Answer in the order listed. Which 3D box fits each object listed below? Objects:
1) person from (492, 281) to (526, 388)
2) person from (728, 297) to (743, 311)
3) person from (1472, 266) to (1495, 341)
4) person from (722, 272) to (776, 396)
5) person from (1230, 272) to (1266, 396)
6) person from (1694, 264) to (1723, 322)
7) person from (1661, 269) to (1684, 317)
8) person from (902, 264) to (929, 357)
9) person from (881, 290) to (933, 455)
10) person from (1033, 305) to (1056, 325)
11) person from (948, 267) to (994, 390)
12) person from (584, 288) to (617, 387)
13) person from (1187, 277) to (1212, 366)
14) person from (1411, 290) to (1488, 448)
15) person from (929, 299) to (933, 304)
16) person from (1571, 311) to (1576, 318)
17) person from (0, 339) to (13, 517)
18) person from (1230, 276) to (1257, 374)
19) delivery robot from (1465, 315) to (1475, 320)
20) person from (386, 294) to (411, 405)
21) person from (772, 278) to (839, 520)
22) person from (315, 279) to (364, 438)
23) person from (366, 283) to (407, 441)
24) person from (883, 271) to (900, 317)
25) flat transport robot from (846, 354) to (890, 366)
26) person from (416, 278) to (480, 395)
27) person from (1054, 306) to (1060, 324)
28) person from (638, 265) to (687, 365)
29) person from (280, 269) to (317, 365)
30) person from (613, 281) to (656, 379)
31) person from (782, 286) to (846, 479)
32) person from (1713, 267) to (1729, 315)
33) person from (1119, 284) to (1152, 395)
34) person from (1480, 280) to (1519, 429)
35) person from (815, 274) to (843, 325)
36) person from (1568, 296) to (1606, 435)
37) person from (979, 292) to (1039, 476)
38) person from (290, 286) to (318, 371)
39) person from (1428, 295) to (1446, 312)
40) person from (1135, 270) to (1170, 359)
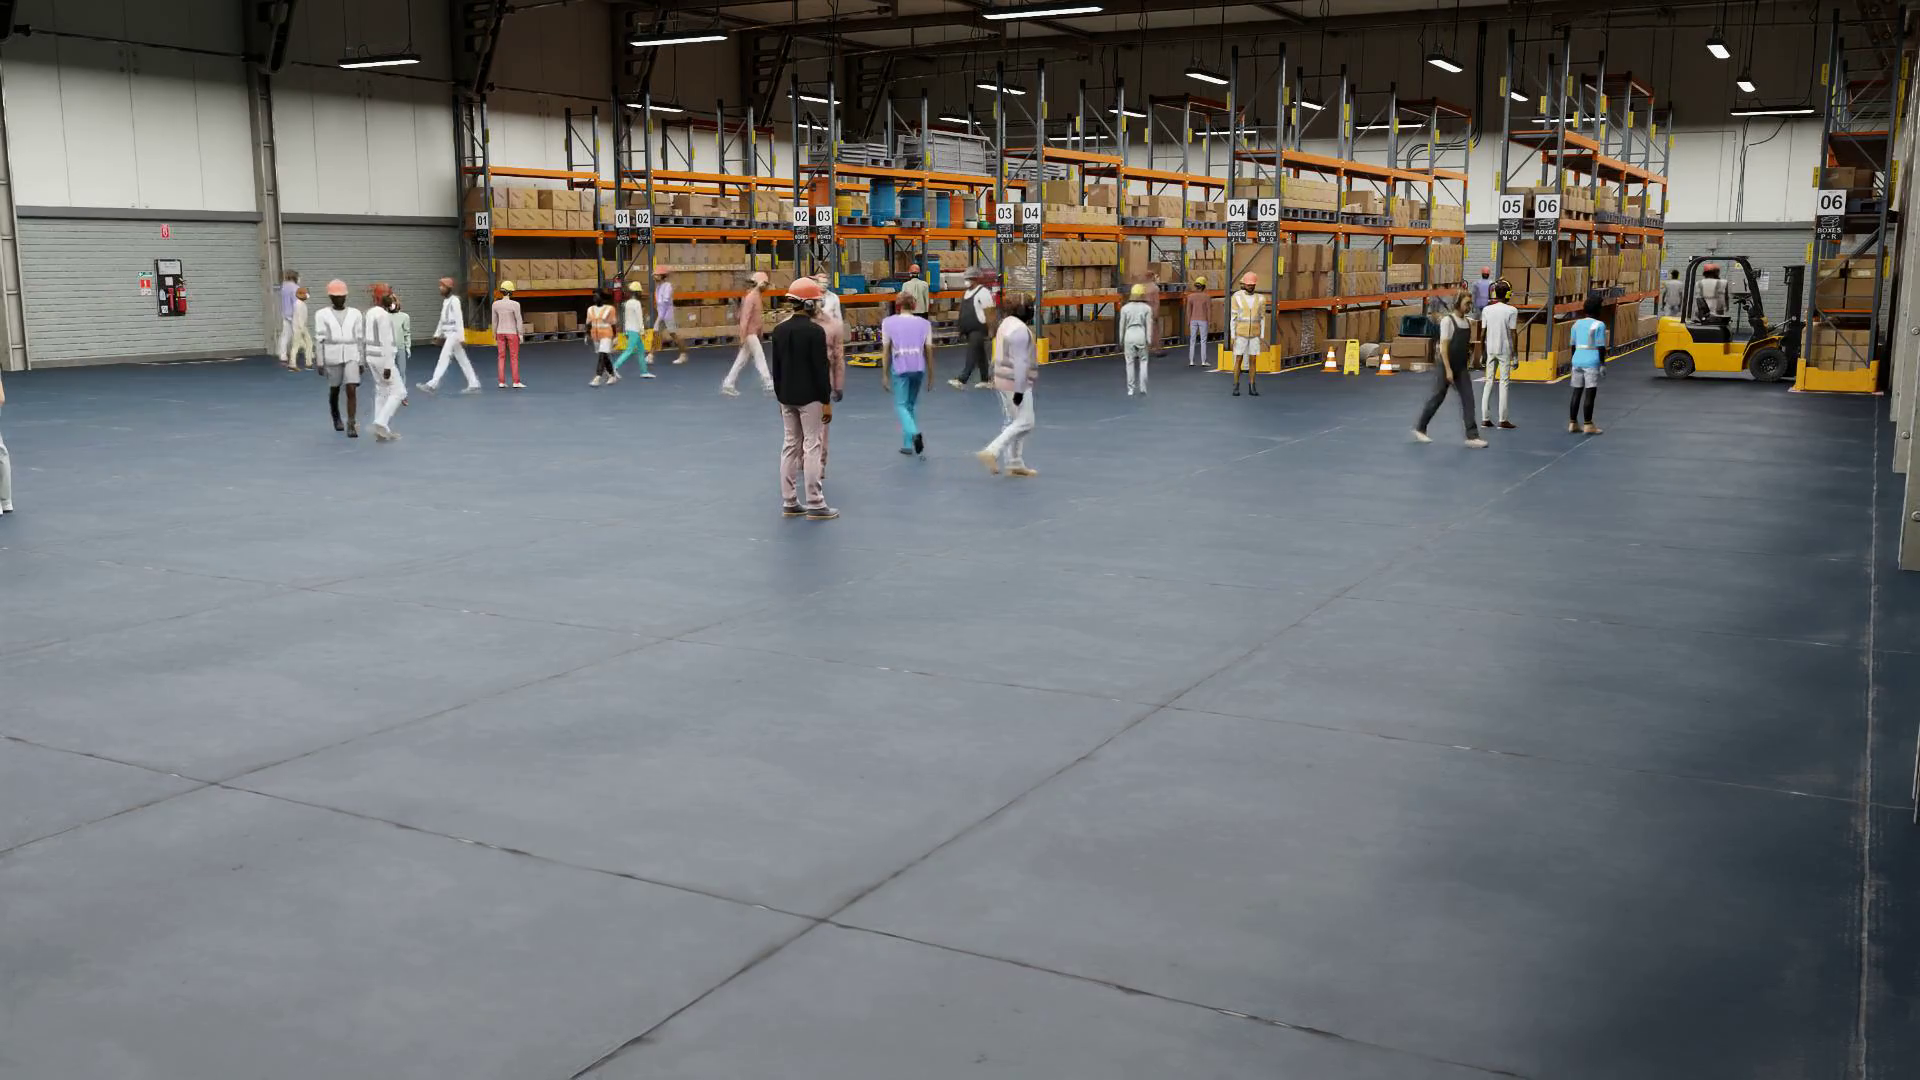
[{"bbox_3d":[-7.457,-3.388,27.477,0.533,1.767,0.327,2,10,14],"label":"person"},{"bbox_3d":[-6.189,-6.480,45.083,0.937,1.936,0.606,-9,13,-43],"label":"person"},{"bbox_3d":[13.095,-5.876,41.591,0.561,1.918,0.464,2,10,13],"label":"person"},{"bbox_3d":[-3.217,-3.194,25.839,1.060,1.927,0.645,0,10,-1],"label":"person"},{"bbox_3d":[4.497,-3.211,25.946,0.552,1.932,0.377,0,10,-2],"label":"person"},{"bbox_3d":[17.368,-5.409,38.623,0.610,2.012,0.952,3,10,18],"label":"person"},{"bbox_3d":[18.619,-6.155,43.475,0.535,1.845,0.777,4,11,24],"label":"person"},{"bbox_3d":[-0.958,-4.906,35.695,0.611,1.996,0.379,-3,10,-17],"label":"person"},{"bbox_3d":[-0.542,-1.794,18.025,0.596,1.809,0.712,-4,11,-23],"label":"person"},{"bbox_3d":[1.880,-5.206,37.660,0.623,1.932,0.371,0,10,0],"label":"person"},{"bbox_3d":[0.144,-3.458,27.085,0.975,2.000,0.713,-5,11,-27],"label":"person"},{"bbox_3d":[-6.013,-3.391,27.839,0.539,1.645,0.890,4,10,22],"label":"person"},{"bbox_3d":[4.742,-4.316,32.908,0.523,1.769,0.320,6,11,31],"label":"person"},{"bbox_3d":[5.633,-1.971,19.102,0.528,1.805,0.962,-6,11,-32],"label":"person"},{"bbox_3d":[-1.116,-8.662,58.746,0.507,1.631,0.278,-4,11,-24],"label":"person"},{"bbox_3d":[15.465,-5.848,41.579,0.653,1.880,0.486,6,12,33],"label":"person"},{"bbox_3d":[-8.187,-1.143,13.862,0.370,1.929,0.585,-1,10,-7],"label":"person"},{"bbox_3d":[5.249,-3.966,30.700,0.404,1.823,0.592,-6,11,-30],"label":"person"},{"bbox_3d":[13.869,-5.916,45.548,0.707,0.478,0.477,-2,10,-10],"label":"delivery robot"},{"bbox_3d":[-8.254,-2.768,24.230,0.500,1.636,0.284,-4,11,-24],"label":"person"},{"bbox_3d":[-1.288,-1.163,13.779,0.611,1.996,0.378,8,13,40],"label":"person"},{"bbox_3d":[-7.538,-2.217,20.227,0.554,1.909,0.880,-5,11,-27],"label":"person"},{"bbox_3d":[-6.762,-2.085,19.570,0.410,1.866,0.574,-8,12,-38],"label":"person"},{"bbox_3d":[-1.713,-6.117,43.315,0.620,1.806,0.615,5,11,26],"label":"person"},{"bbox_3d":[-1.483,-3.586,33.007,1.431,0.197,0.652,-7,12,-34],"label":"flat transport robot"},{"bbox_3d":[-8.064,-3.193,26.143,1.030,1.821,0.597,-5,11,-25],"label":"person"},{"bbox_3d":[3.042,-7.902,53.395,0.353,1.942,0.545,6,11,31],"label":"person"},{"bbox_3d":[-5.939,-4.493,33.314,1.044,1.994,0.619,-7,12,-37],"label":"person"},{"bbox_3d":[-13.332,-4.481,33.485,0.653,1.896,0.945,8,13,40],"label":"person"},{"bbox_3d":[-5.838,-3.718,29.502,0.835,1.730,0.516,-5,11,-27],"label":"person"},{"bbox_3d":[-1.449,-1.558,16.374,0.669,1.892,0.548,0,10,-3],"label":"person"},{"bbox_3d":[19.078,-5.934,41.994,0.645,1.894,0.446,3,10,17],"label":"person"},{"bbox_3d":[2.759,-3.150,26.177,0.502,1.736,0.387,1,10,5],"label":"person"},{"bbox_3d":[6.837,-2.343,21.058,0.318,1.870,0.531,-9,13,-43],"label":"person"},{"bbox_3d":[-2.181,-3.312,26.664,0.678,1.884,0.738,-3,10,-20],"label":"person"},{"bbox_3d":[7.690,-2.137,20.355,0.317,1.695,0.540,-4,10,-21],"label":"person"},{"bbox_3d":[0.499,-1.502,16.274,0.546,1.830,0.640,-2,10,-13],"label":"person"},{"bbox_3d":[-12.434,-3.991,31.472,0.640,1.598,0.515,-1,10,-7],"label":"person"},{"bbox_3d":[13.386,-6.750,46.746,0.518,1.905,0.598,-5,11,-27],"label":"person"},{"bbox_3d":[4.080,-4.805,35.488,0.662,1.861,0.981,8,13,39],"label":"person"}]
